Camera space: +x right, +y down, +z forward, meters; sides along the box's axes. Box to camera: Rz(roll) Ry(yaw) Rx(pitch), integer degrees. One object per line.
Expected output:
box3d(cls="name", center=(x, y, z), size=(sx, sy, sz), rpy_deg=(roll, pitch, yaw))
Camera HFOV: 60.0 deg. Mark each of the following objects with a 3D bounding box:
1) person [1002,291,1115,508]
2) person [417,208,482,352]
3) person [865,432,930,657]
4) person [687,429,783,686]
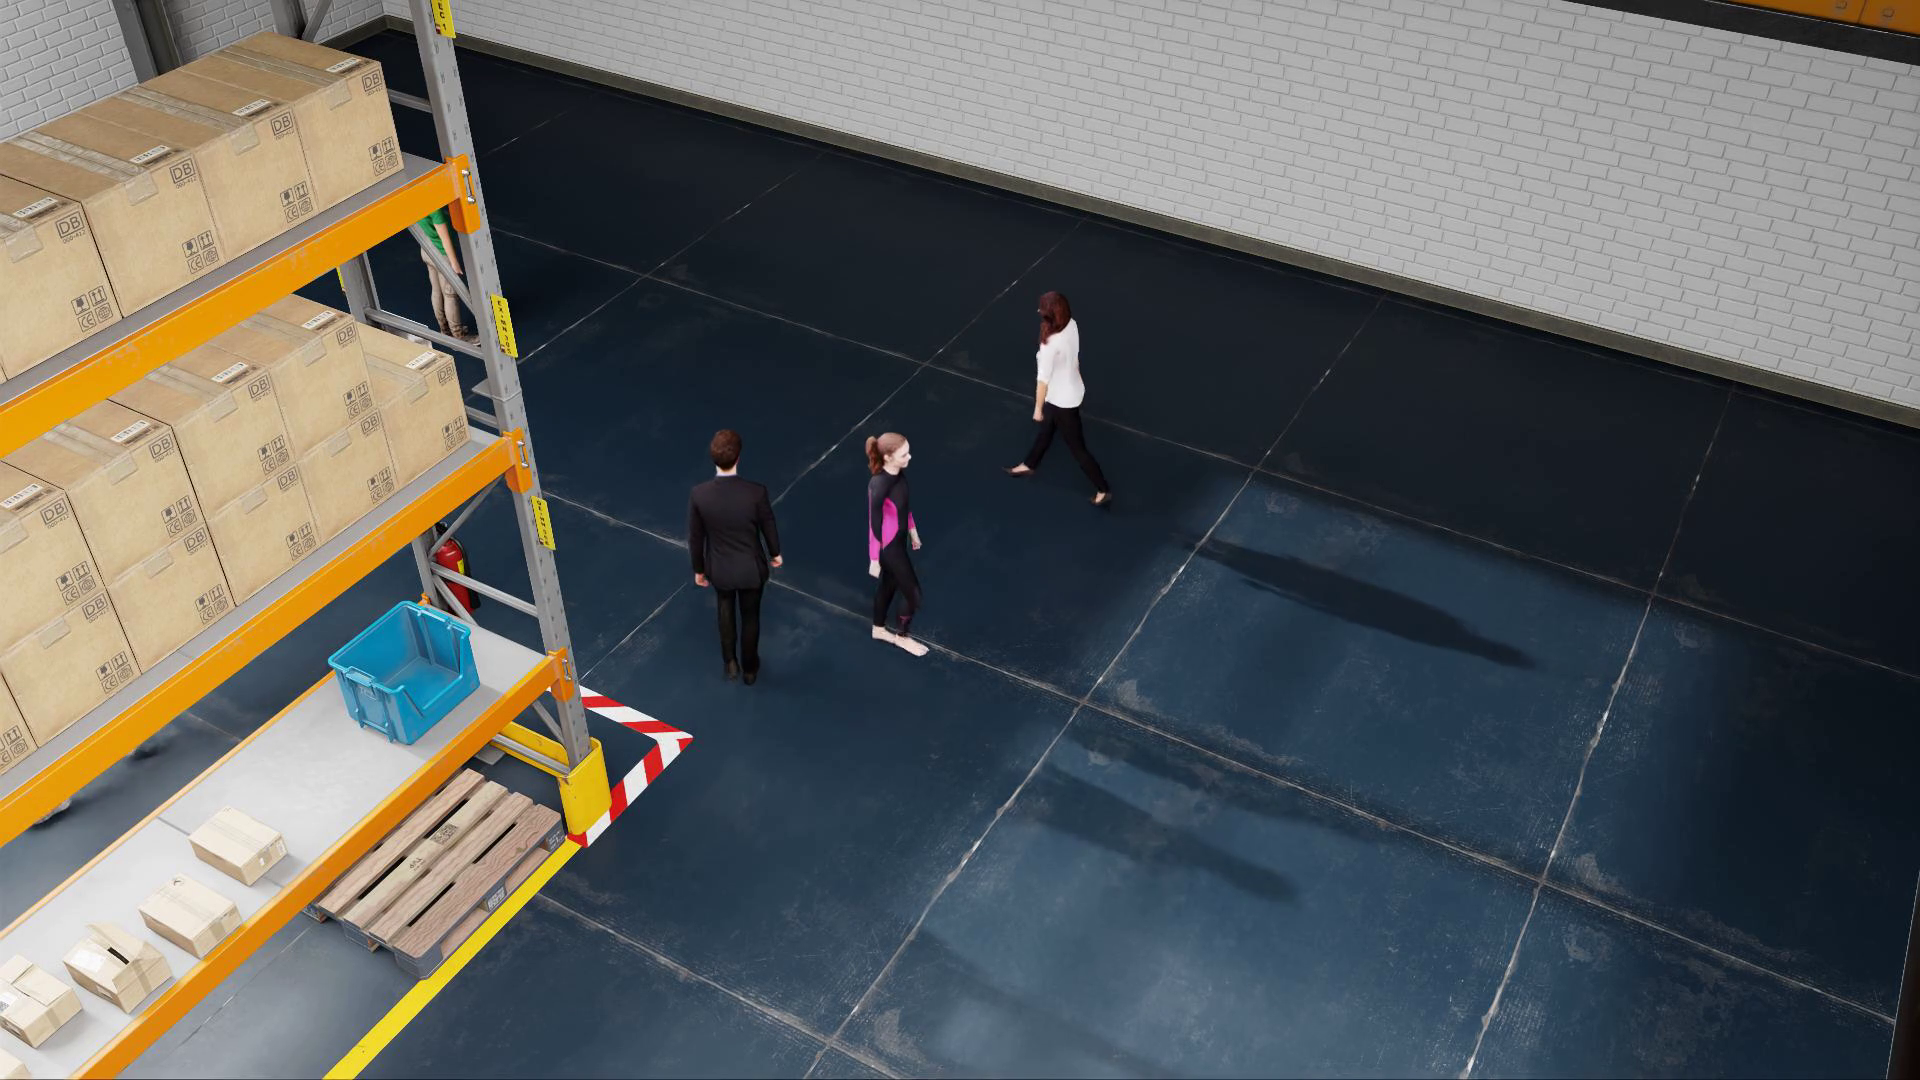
box3d(cls="person", center=(0.853, -0.962, 12.051), size=(0.795, 1.727, 1.114), rpy_deg=(18, 42, 21))
box3d(cls="person", center=(-4.351, -2.367, 13.873), size=(0.614, 1.649, 0.634), rpy_deg=(-30, 47, -32))
box3d(cls="person", center=(-0.532, 0.019, 10.816), size=(0.718, 1.734, 0.663), rpy_deg=(10, 40, 12))
box3d(cls="person", center=(-1.414, 0.204, 10.476), size=(0.824, 1.871, 0.833), rpy_deg=(0, 39, 0))
